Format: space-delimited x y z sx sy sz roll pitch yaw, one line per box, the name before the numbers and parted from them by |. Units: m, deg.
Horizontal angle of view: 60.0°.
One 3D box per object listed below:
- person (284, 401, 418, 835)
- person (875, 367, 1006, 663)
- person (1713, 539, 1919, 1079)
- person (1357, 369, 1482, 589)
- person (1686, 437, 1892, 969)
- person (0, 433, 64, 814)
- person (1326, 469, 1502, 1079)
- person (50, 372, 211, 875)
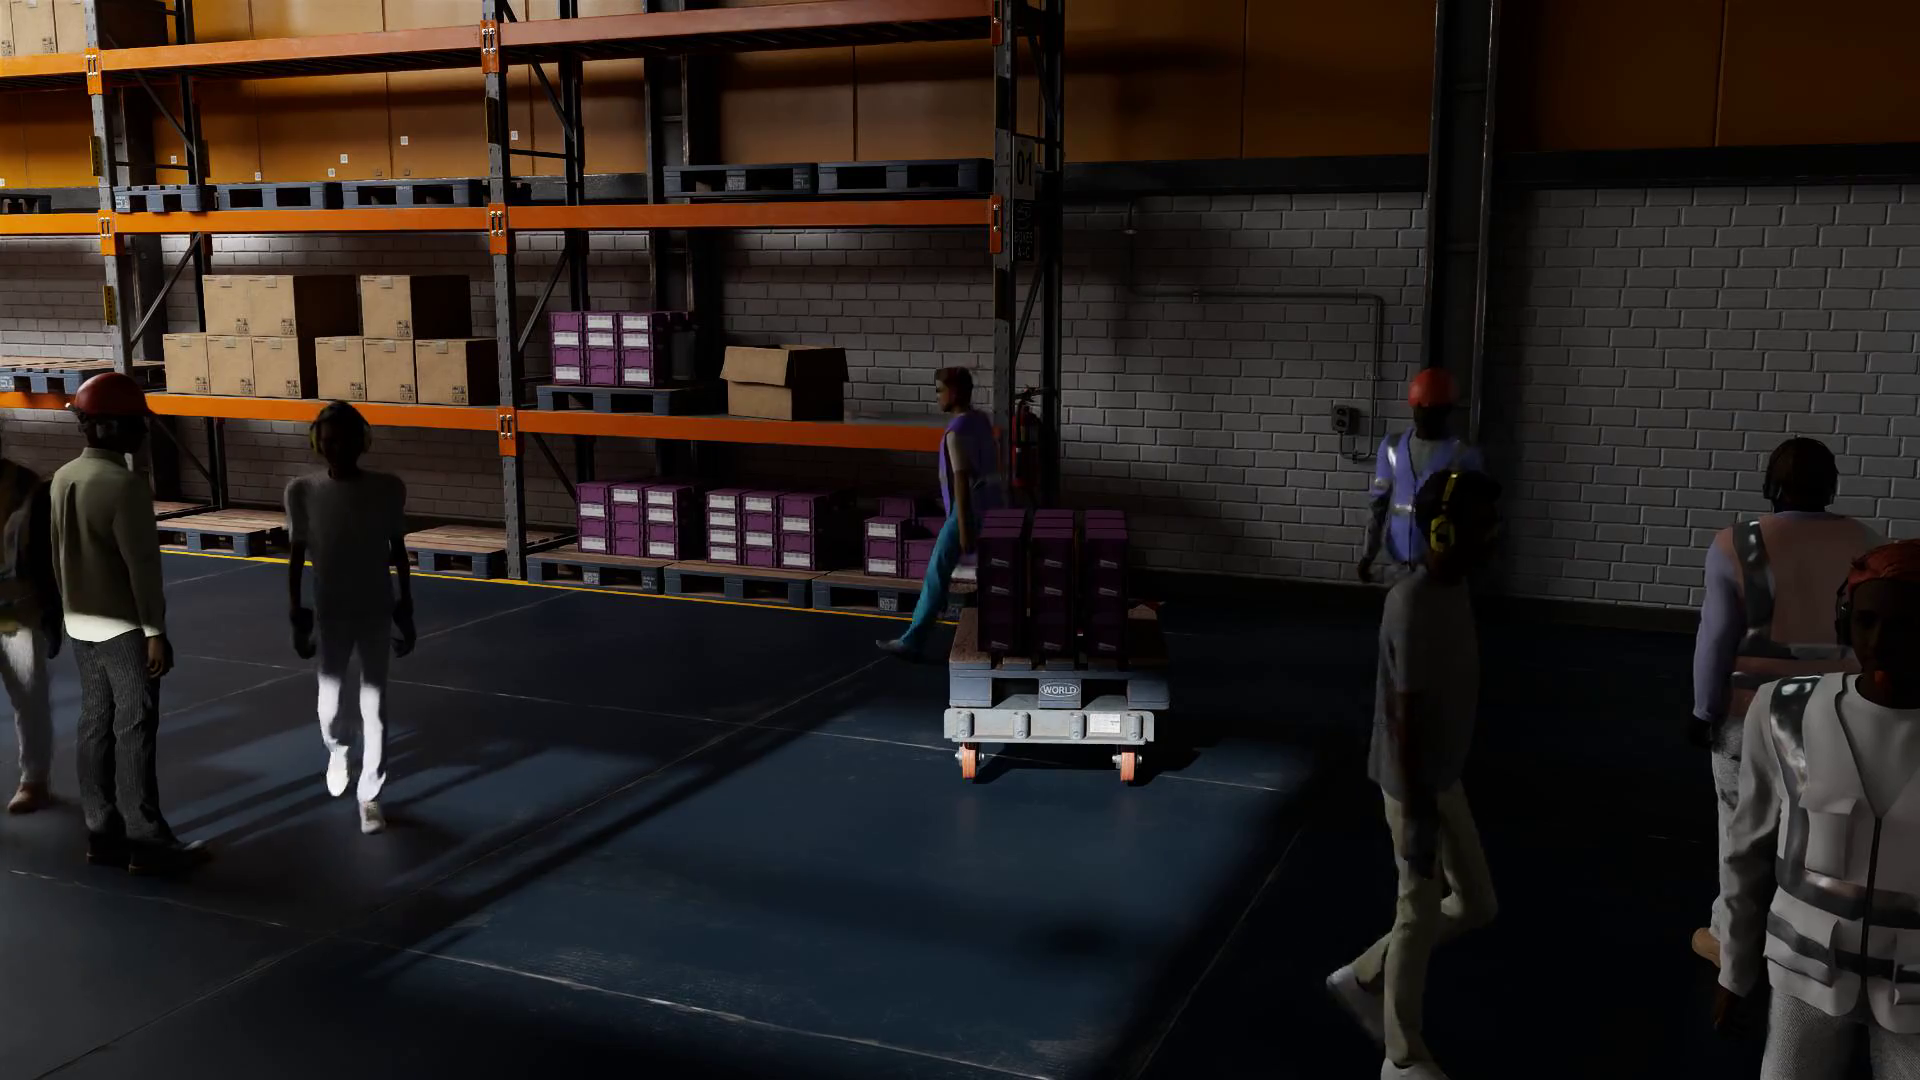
person | -2.614 0.313 7.178 0.510 1.856 0.553 -4 10 -22
person | -0.051 -0.133 9.992 0.934 1.801 0.594 4 10 21
person | 1.849 0.927 3.389 0.583 1.882 0.338 7 12 36
person | 2.427 0.045 8.704 0.549 1.891 1.009 8 12 40
person | 2.794 0.569 5.658 0.636 1.841 0.429 0 9 3
person | -4.147 0.346 7.062 0.663 1.816 0.842 -2 10 -11
person | 1.322 0.713 4.769 0.439 1.857 0.528 7 12 36
person | -3.347 0.332 6.635 0.613 1.991 0.392 6 11 34
